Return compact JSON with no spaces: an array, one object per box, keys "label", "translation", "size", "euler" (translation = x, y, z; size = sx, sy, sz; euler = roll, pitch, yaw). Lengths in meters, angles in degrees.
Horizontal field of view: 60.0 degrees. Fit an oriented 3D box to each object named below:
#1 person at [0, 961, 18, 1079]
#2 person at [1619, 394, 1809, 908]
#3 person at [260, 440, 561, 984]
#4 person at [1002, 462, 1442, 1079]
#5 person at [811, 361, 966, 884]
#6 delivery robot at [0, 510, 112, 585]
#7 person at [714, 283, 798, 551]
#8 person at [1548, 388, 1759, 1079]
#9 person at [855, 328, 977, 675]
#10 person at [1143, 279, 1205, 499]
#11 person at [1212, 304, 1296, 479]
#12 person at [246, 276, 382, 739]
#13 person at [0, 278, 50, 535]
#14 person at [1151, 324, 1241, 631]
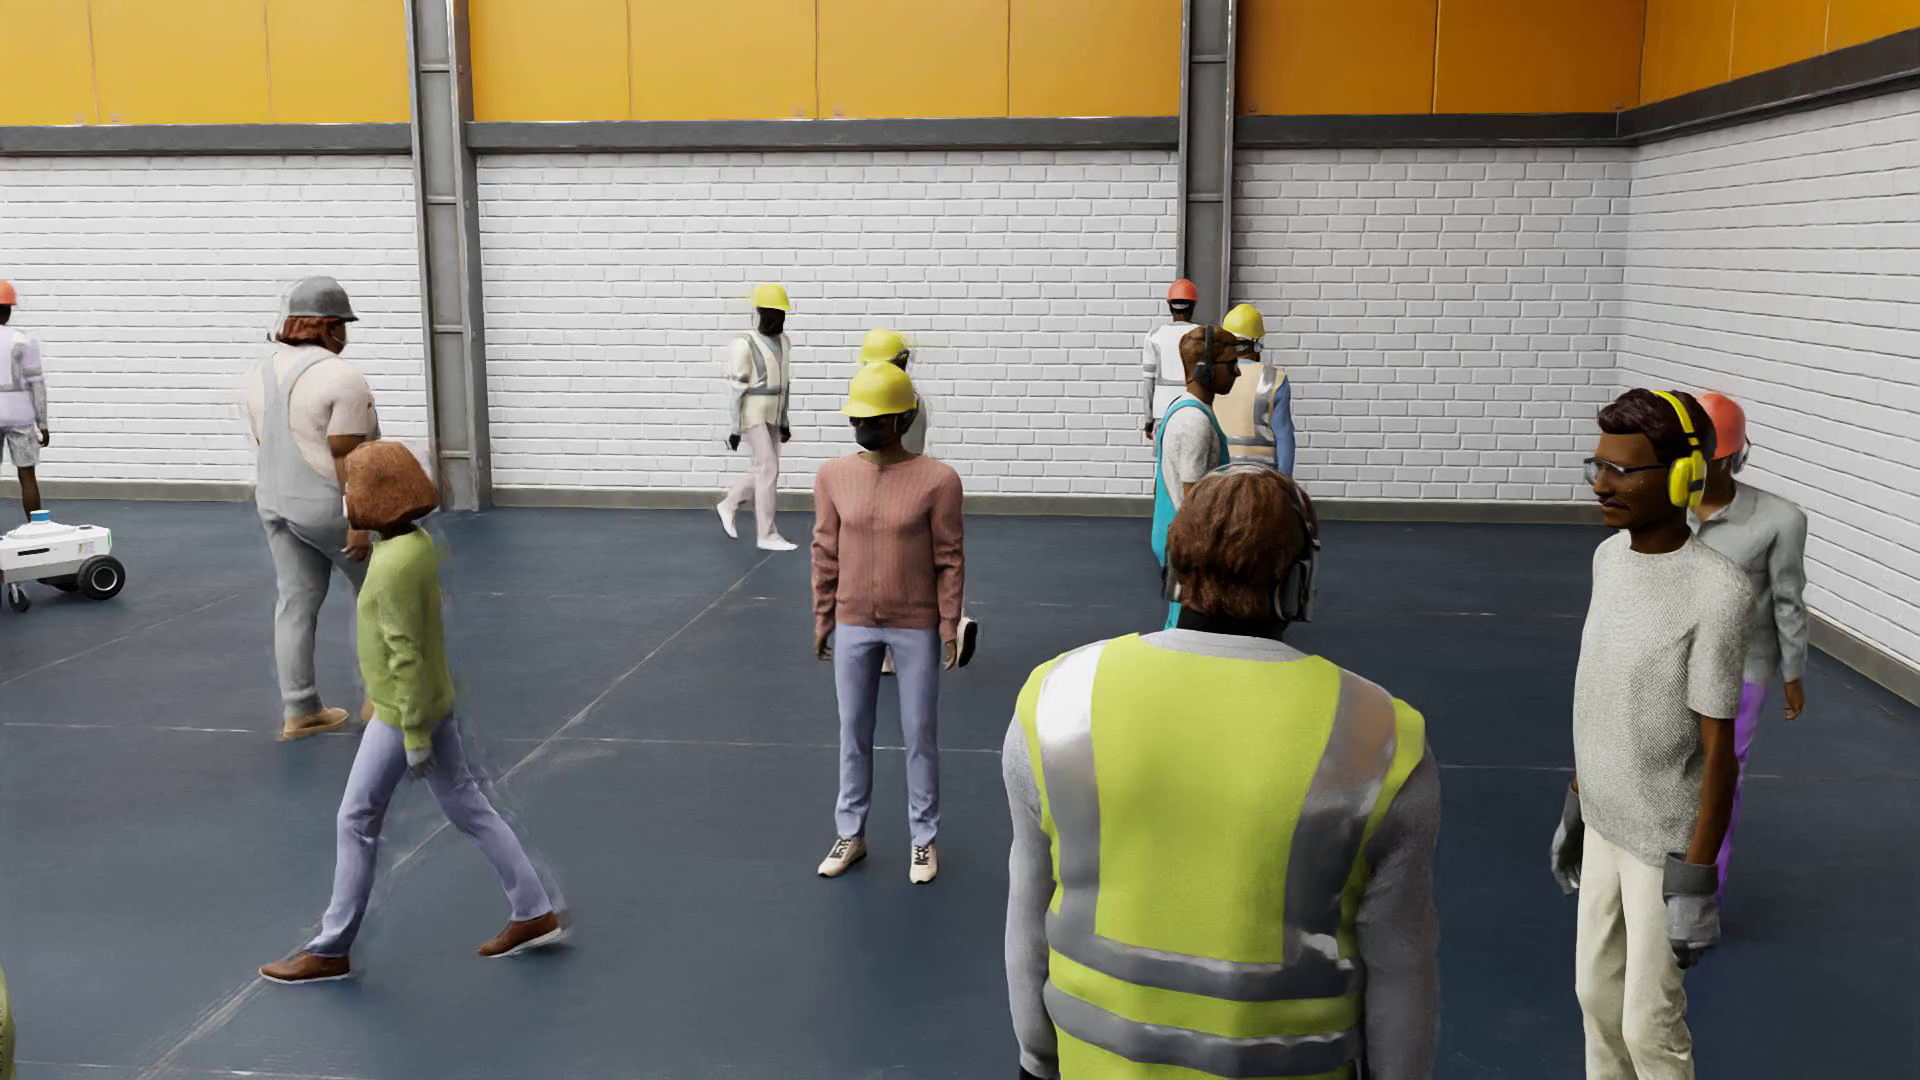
[{"label":"person","translation":[-1.122,0.945,1.791],"size":[0.312,1.768,0.522],"euler":[-7,12,-34]},{"label":"person","translation":[2.351,0.375,5.288],"size":[0.585,1.694,0.760],"euler":[9,13,41]},{"label":"person","translation":[-1.600,0.496,4.858],"size":[0.846,1.591,0.515],"euler":[-2,10,-9]},{"label":"person","translation":[0.376,0.796,2.471],"size":[0.640,1.830,0.429],"euler":[3,10,18]},{"label":"person","translation":[-0.247,0.285,5.575],"size":[0.527,1.765,0.328],"euler":[2,10,14]},{"label":"delivery robot","translation":[-5.528,0.065,10.025],"size":[0.477,0.478,0.707],"euler":[8,13,38]},{"label":"person","translation":[-1.479,-0.877,11.846],"size":[0.706,1.901,0.604],"euler":[4,11,24]},{"label":"person","translation":[1.376,0.618,3.404],"size":[0.327,1.862,0.510],"euler":[-1,10,-7]},{"label":"person","translation":[-0.262,-0.170,8.199],"size":[0.615,1.746,0.523],"euler":[6,12,31]},{"label":"person","translation":[1.597,-0.923,12.062],"size":[0.545,1.919,0.422],"euler":[4,11,19]},{"label":"person","translation":[1.531,-0.352,9.009],"size":[0.589,1.837,0.404],"euler":[5,11,28]},{"label":"person","translation":[-2.733,-0.164,7.351],"size":[0.707,2.000,0.754],"euler":[6,11,29]},{"label":"person","translation":[-6.618,-0.840,11.528],"size":[0.553,1.933,0.378],"euler":[-2,10,-14]},{"label":"person","translation":[0.934,0.067,6.625],"size":[0.342,1.840,0.505],"euler":[1,10,4]}]
